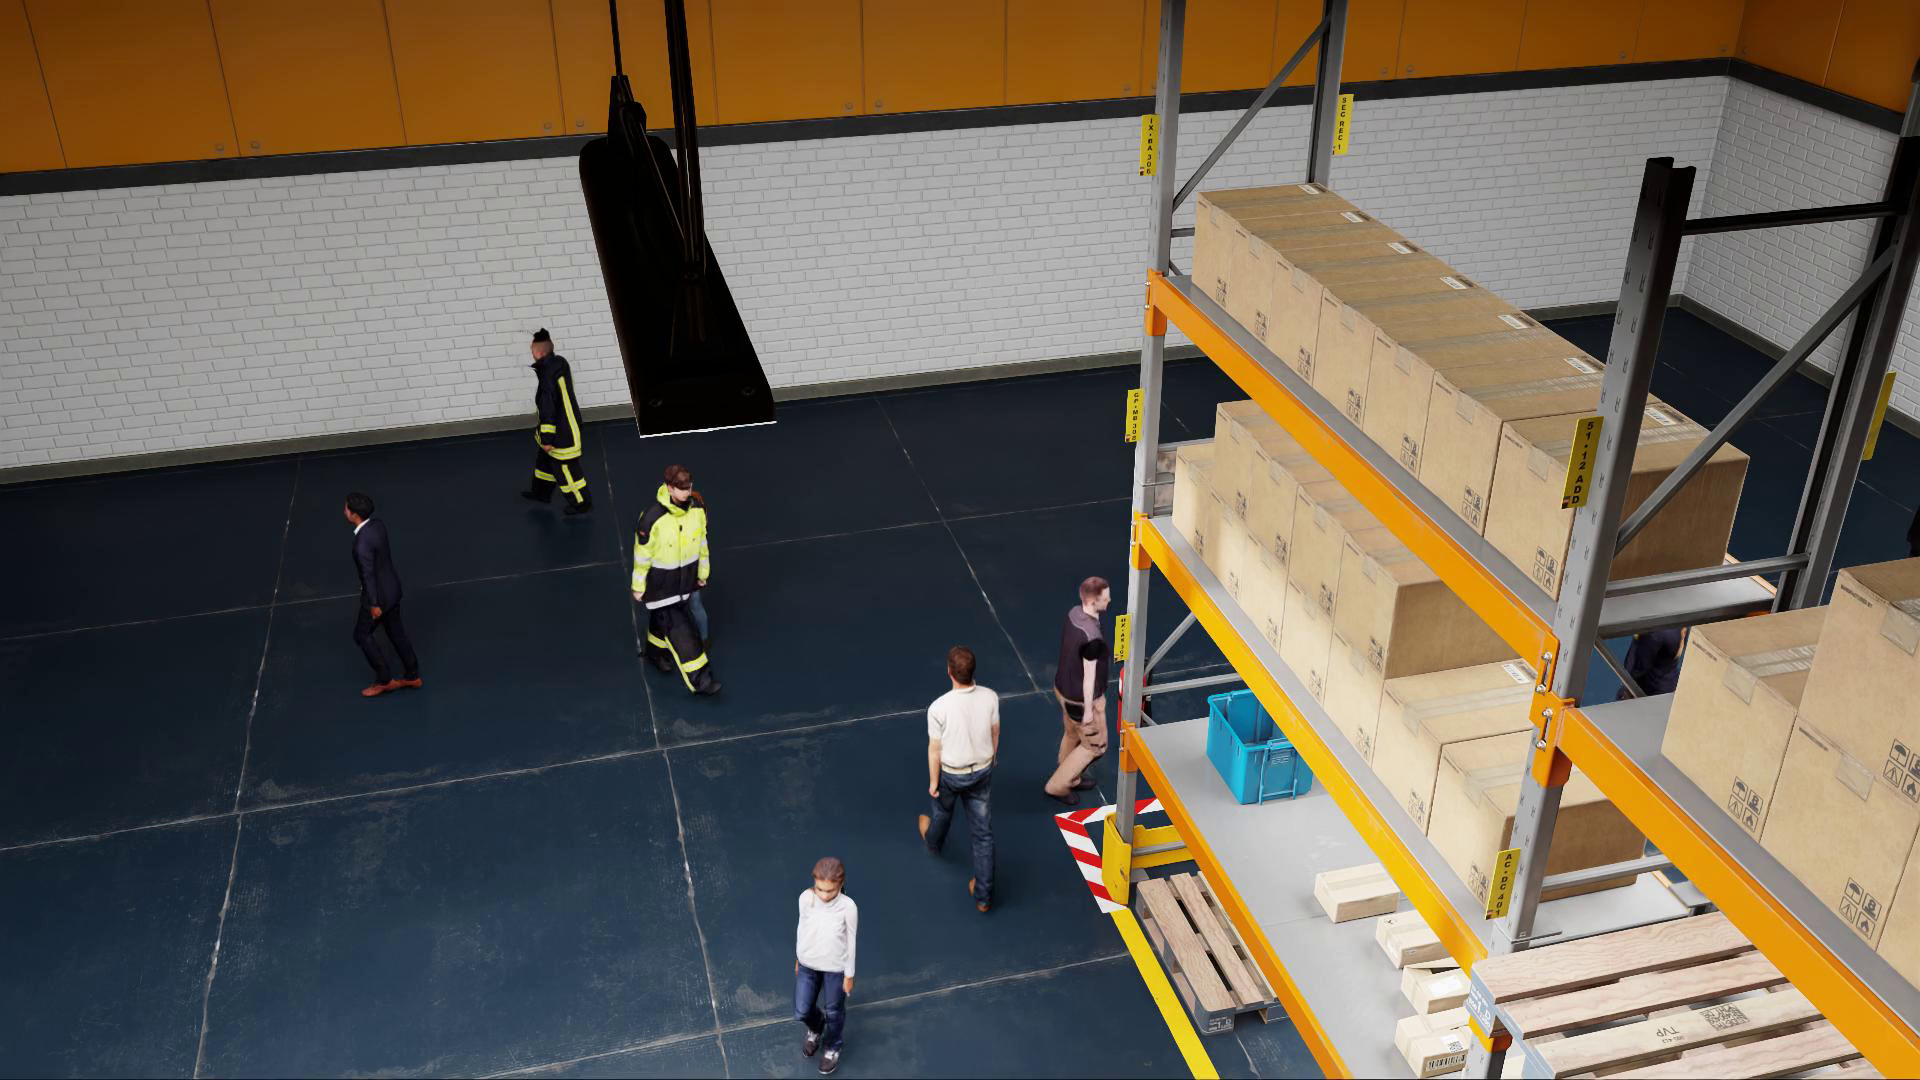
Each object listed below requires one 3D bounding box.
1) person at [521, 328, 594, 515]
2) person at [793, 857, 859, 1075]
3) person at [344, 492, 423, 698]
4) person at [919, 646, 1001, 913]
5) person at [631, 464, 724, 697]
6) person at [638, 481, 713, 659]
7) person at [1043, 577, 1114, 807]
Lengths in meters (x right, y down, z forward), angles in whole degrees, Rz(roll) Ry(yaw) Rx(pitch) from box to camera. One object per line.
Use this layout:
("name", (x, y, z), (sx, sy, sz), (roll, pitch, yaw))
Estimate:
("person", (-3.763, -1.073, 15.475), (0.986, 1.829, 0.995), (-1, 29, -1))
("person", (-0.723, 2.358, 9.488), (0.656, 1.539, 0.707), (8, 30, 15))
("person", (-4.384, 0.427, 12.857), (0.788, 1.703, 0.680), (-2, 29, -4))
("person", (0.065, 1.569, 10.643), (0.749, 1.818, 1.170), (-10, 30, -18))
("person", (-2.313, 0.265, 12.945), (1.405, 1.902, 1.269), (24, 36, 36))
("person", (-2.158, 0.216, 13.330), (0.863, 1.619, 0.885), (-18, 33, -30))
("person", (0.747, 1.065, 11.566), (0.758, 1.818, 0.628), (-8, 30, -14))
